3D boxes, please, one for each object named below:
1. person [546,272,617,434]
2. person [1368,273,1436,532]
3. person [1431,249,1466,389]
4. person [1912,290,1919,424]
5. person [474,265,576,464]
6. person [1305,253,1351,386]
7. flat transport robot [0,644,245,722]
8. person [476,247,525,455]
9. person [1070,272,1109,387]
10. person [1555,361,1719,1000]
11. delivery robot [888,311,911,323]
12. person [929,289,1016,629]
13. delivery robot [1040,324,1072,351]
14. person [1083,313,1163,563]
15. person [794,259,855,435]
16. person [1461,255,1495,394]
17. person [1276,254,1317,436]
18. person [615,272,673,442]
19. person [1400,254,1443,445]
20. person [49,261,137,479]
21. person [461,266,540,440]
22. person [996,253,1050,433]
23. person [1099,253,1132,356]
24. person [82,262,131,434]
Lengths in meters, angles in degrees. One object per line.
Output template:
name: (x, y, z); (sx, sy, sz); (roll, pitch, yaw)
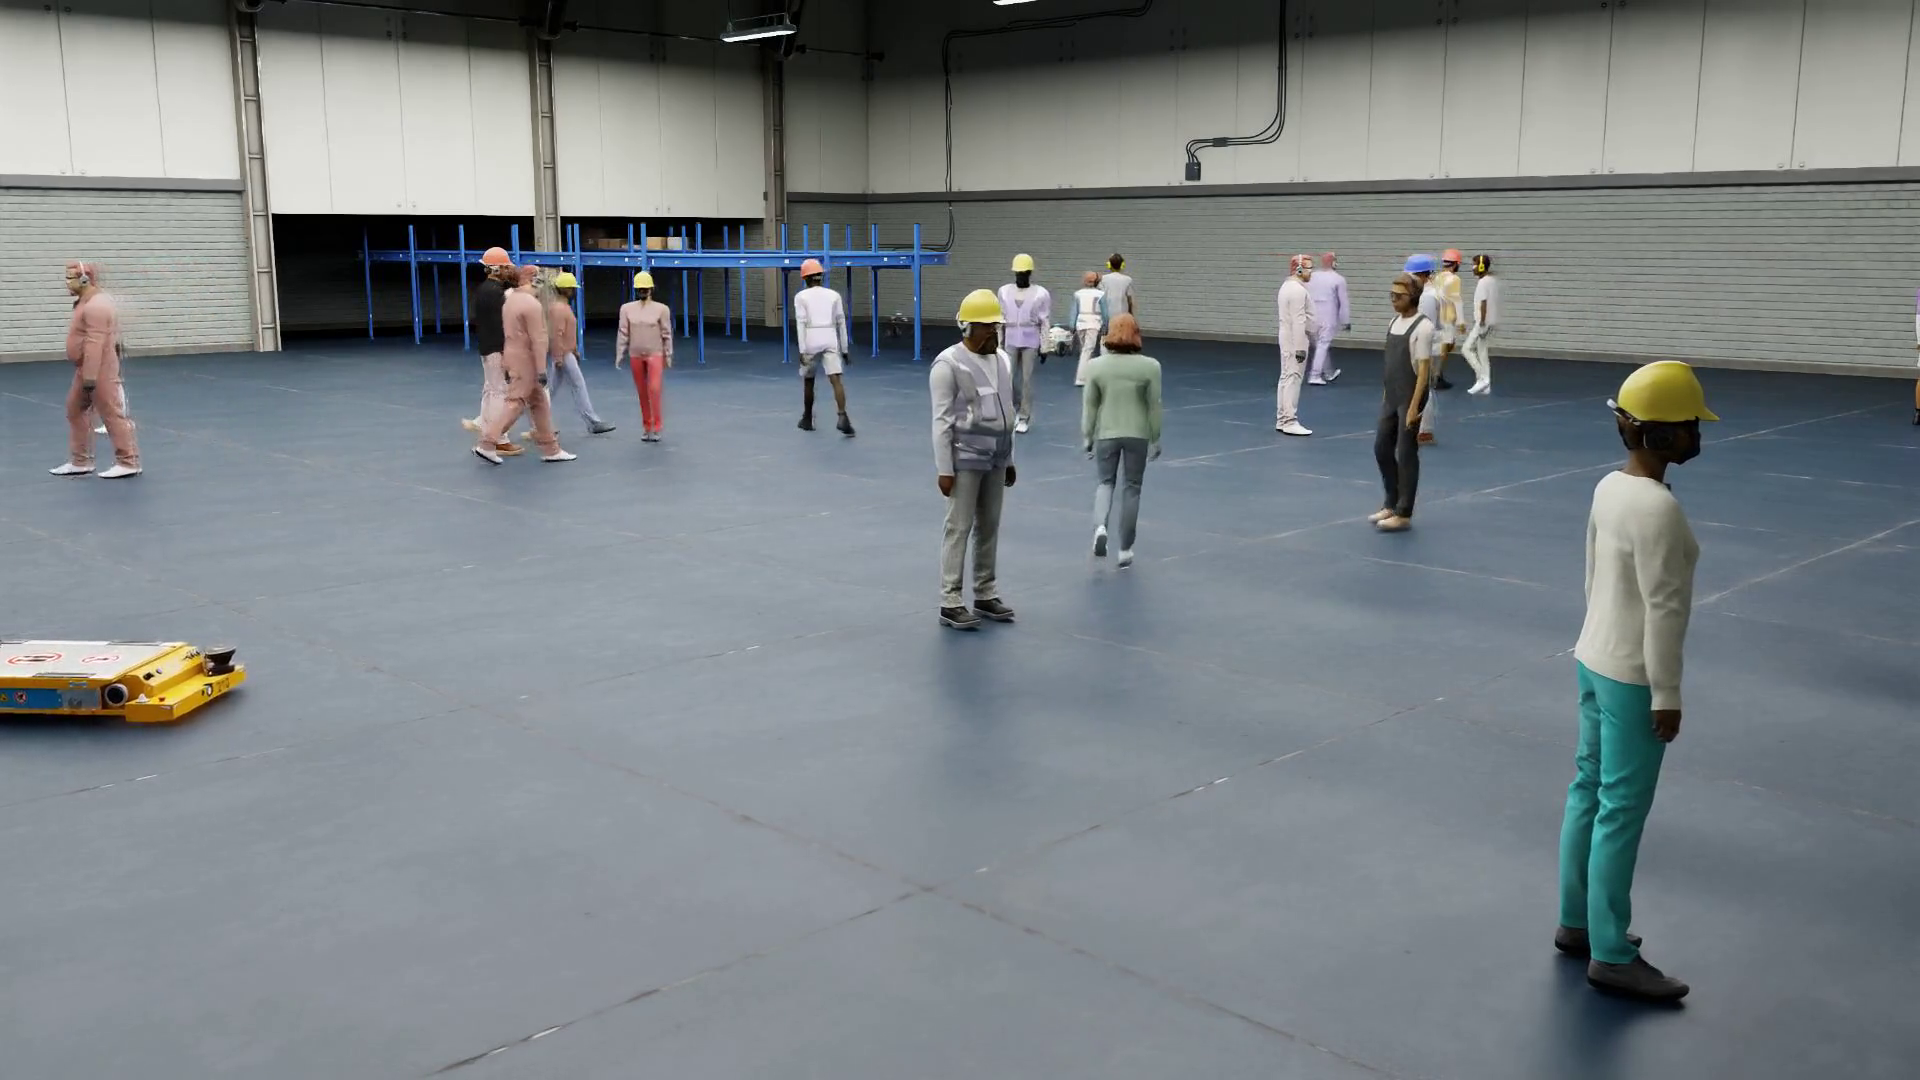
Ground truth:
person: (-4.161, -1.978, 17.684); (0.899, 1.713, 0.542); (-1, 10, -8)
person: (3.187, -0.991, 11.968); (0.367, 1.844, 0.527); (-3, 11, -18)
person: (6.753, -3.048, 22.965); (0.489, 1.917, 0.564); (-2, 11, -12)
person: (10.972, -2.255, 18.591); (0.345, 1.942, 0.551); (-6, 12, -29)
person: (-4.090, -1.619, 15.423); (0.951, 1.855, 0.666); (-5, 12, -28)
person: (5.262, -3.145, 23.680); (0.981, 1.851, 0.683); (-9, 14, -42)
flat transport robot: (-4.100, 0.629, 7.545); (1.431, 0.197, 0.652); (1, 10, 3)
person: (-4.490, -1.838, 16.174); (0.397, 1.992, 0.623); (-6, 12, -31)
person: (1.855, -2.966, 23.411); (0.509, 1.592, 0.888); (8, 13, 37)
person: (1.912, 0.381, 4.698); (0.319, 1.769, 0.523); (1, 10, 3)
delivery robot: (-1.260, -4.658, 34.634); (0.335, 0.223, 0.698); (-6, 12, -28)
person: (0.096, -0.443, 9.043); (0.403, 1.823, 0.597); (9, 14, 41)
delivery robot: (1.713, -3.590, 29.521); (0.477, 0.478, 0.707); (6, 12, 29)
person: (1.046, -0.646, 10.704); (0.504, 1.621, 0.407); (3, 11, 14)
person: (-1.458, -2.075, 17.871); (0.596, 1.868, 1.075); (-4, 11, -20)
person: (6.950, -2.873, 22.216); (0.435, 1.850, 0.544); (6, 12, 30)
person: (3.602, -2.084, 17.762); (0.404, 1.906, 0.660); (0, 10, -1)
person: (-3.237, -1.855, 16.995); (0.547, 1.740, 0.822); (1, 10, 7)
person: (4.616, -1.906, 16.739); (0.480, 1.919, 0.624); (1, 10, 5)
person: (-7.628, -1.460, 14.424); (0.804, 1.877, 0.676); (-7, 12, -33)
person: (-4.713, -1.932, 17.258); (0.960, 1.787, 0.637); (2, 11, 10)
person: (0.658, -2.110, 17.870); (0.619, 1.912, 0.415); (3, 11, 18)
person: (2.190, -3.203, 24.022); (0.571, 1.848, 0.714); (-1, 10, -8)
person: (-9.284, -2.086, 18.006); (0.339, 1.832, 0.685); (-1, 10, -5)
